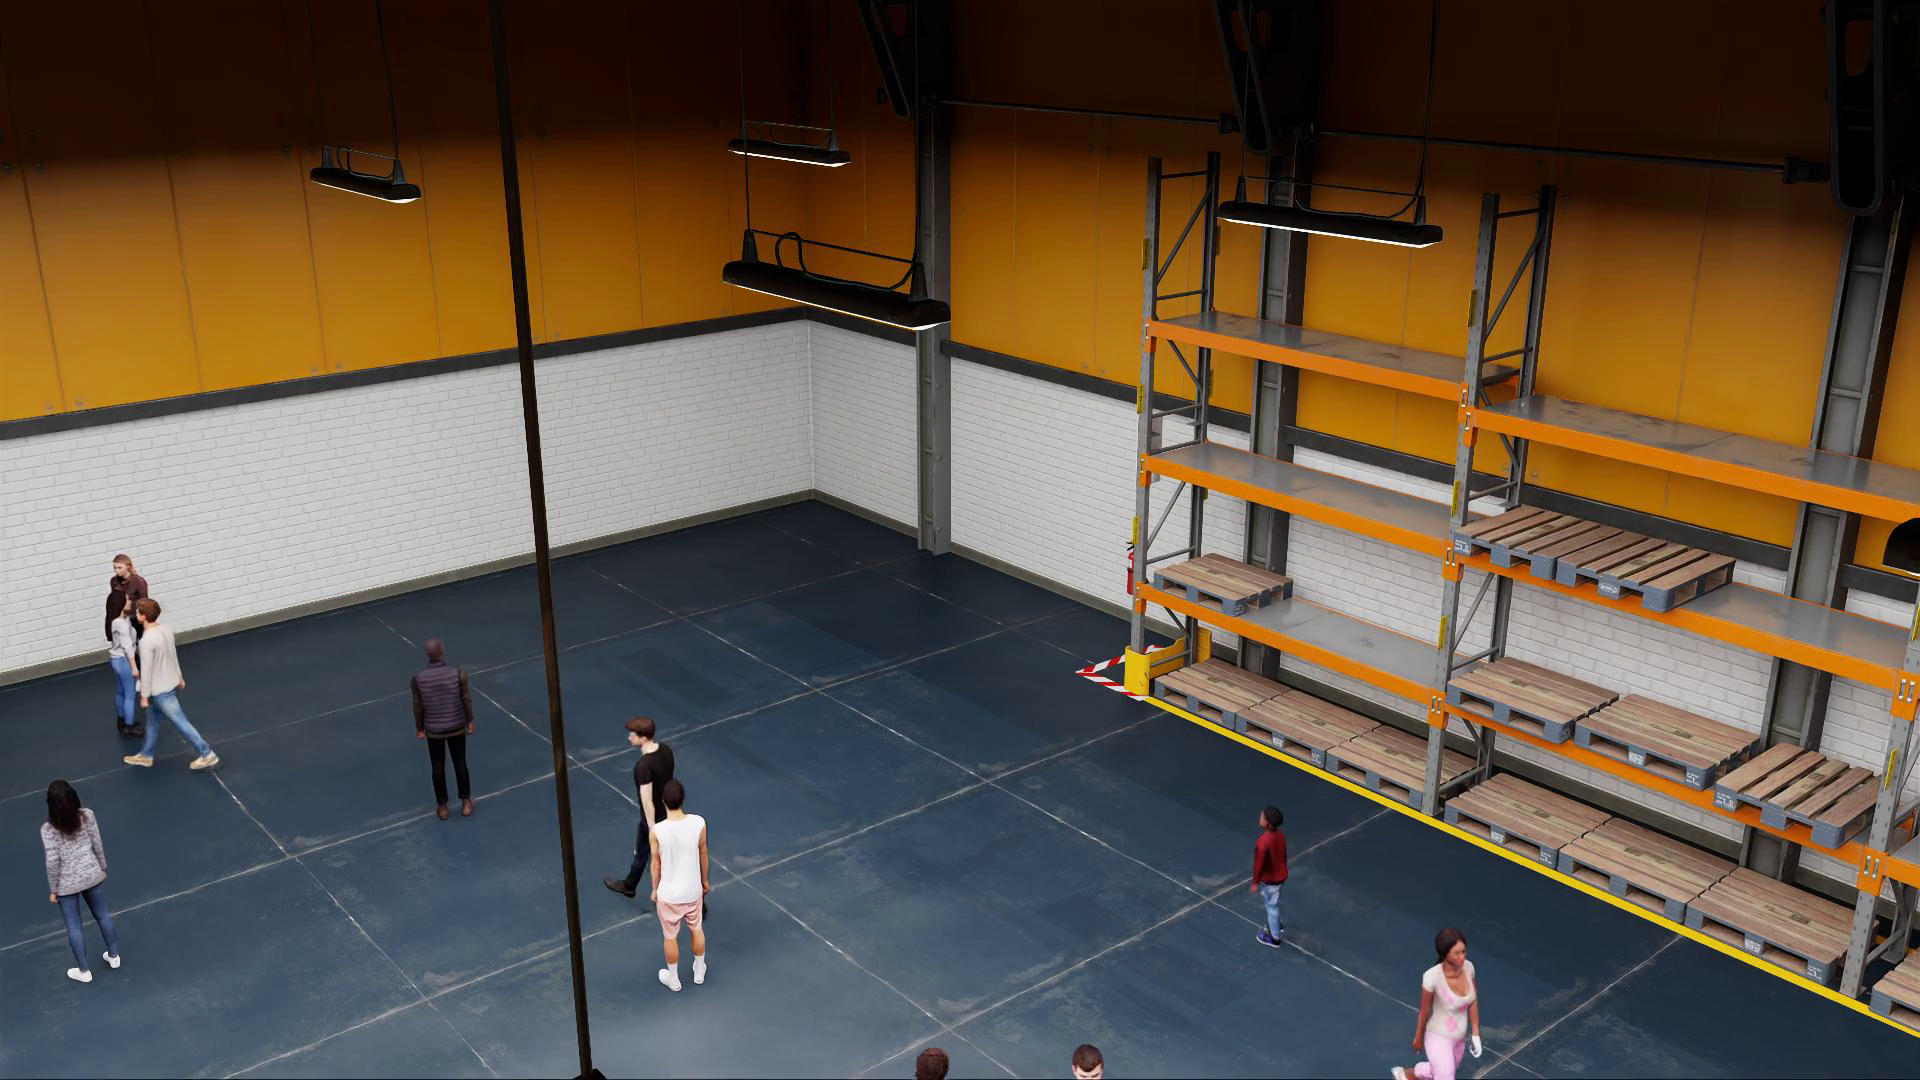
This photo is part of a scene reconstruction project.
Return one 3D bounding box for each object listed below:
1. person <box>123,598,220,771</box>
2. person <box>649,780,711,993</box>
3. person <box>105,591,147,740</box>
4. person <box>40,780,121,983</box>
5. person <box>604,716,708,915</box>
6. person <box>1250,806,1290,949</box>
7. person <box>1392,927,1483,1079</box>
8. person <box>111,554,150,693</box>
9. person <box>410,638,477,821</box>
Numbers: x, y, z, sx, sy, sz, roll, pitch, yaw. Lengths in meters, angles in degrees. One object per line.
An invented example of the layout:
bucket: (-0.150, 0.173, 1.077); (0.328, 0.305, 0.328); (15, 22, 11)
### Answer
person: (-8.003, 1.512, 16.872); (1.230, 1.855, 1.246); (0, 19, 0)
person: (-2.241, 2.758, 13.274); (0.686, 1.789, 0.647); (-9, 21, -25)
person: (-8.971, 1.319, 17.799); (0.663, 1.627, 0.482); (-14, 23, -37)
person: (-7.139, 2.733, 13.439); (0.611, 1.731, 0.672); (12, 22, 33)
person: (-2.492, 2.400, 14.263); (1.343, 1.836, 1.049); (9, 21, 26)
person: (2.668, 2.831, 13.914); (0.563, 1.241, 0.548); (14, 23, 35)
person: (3.293, 3.405, 11.466); (0.713, 1.717, 1.118); (-9, 21, -26)
person: (-9.328, 0.938, 18.823); (0.678, 1.696, 0.754); (3, 19, 10)
person: (-4.965, 1.808, 16.019); (0.774, 1.837, 0.732); (-5, 19, -15)
